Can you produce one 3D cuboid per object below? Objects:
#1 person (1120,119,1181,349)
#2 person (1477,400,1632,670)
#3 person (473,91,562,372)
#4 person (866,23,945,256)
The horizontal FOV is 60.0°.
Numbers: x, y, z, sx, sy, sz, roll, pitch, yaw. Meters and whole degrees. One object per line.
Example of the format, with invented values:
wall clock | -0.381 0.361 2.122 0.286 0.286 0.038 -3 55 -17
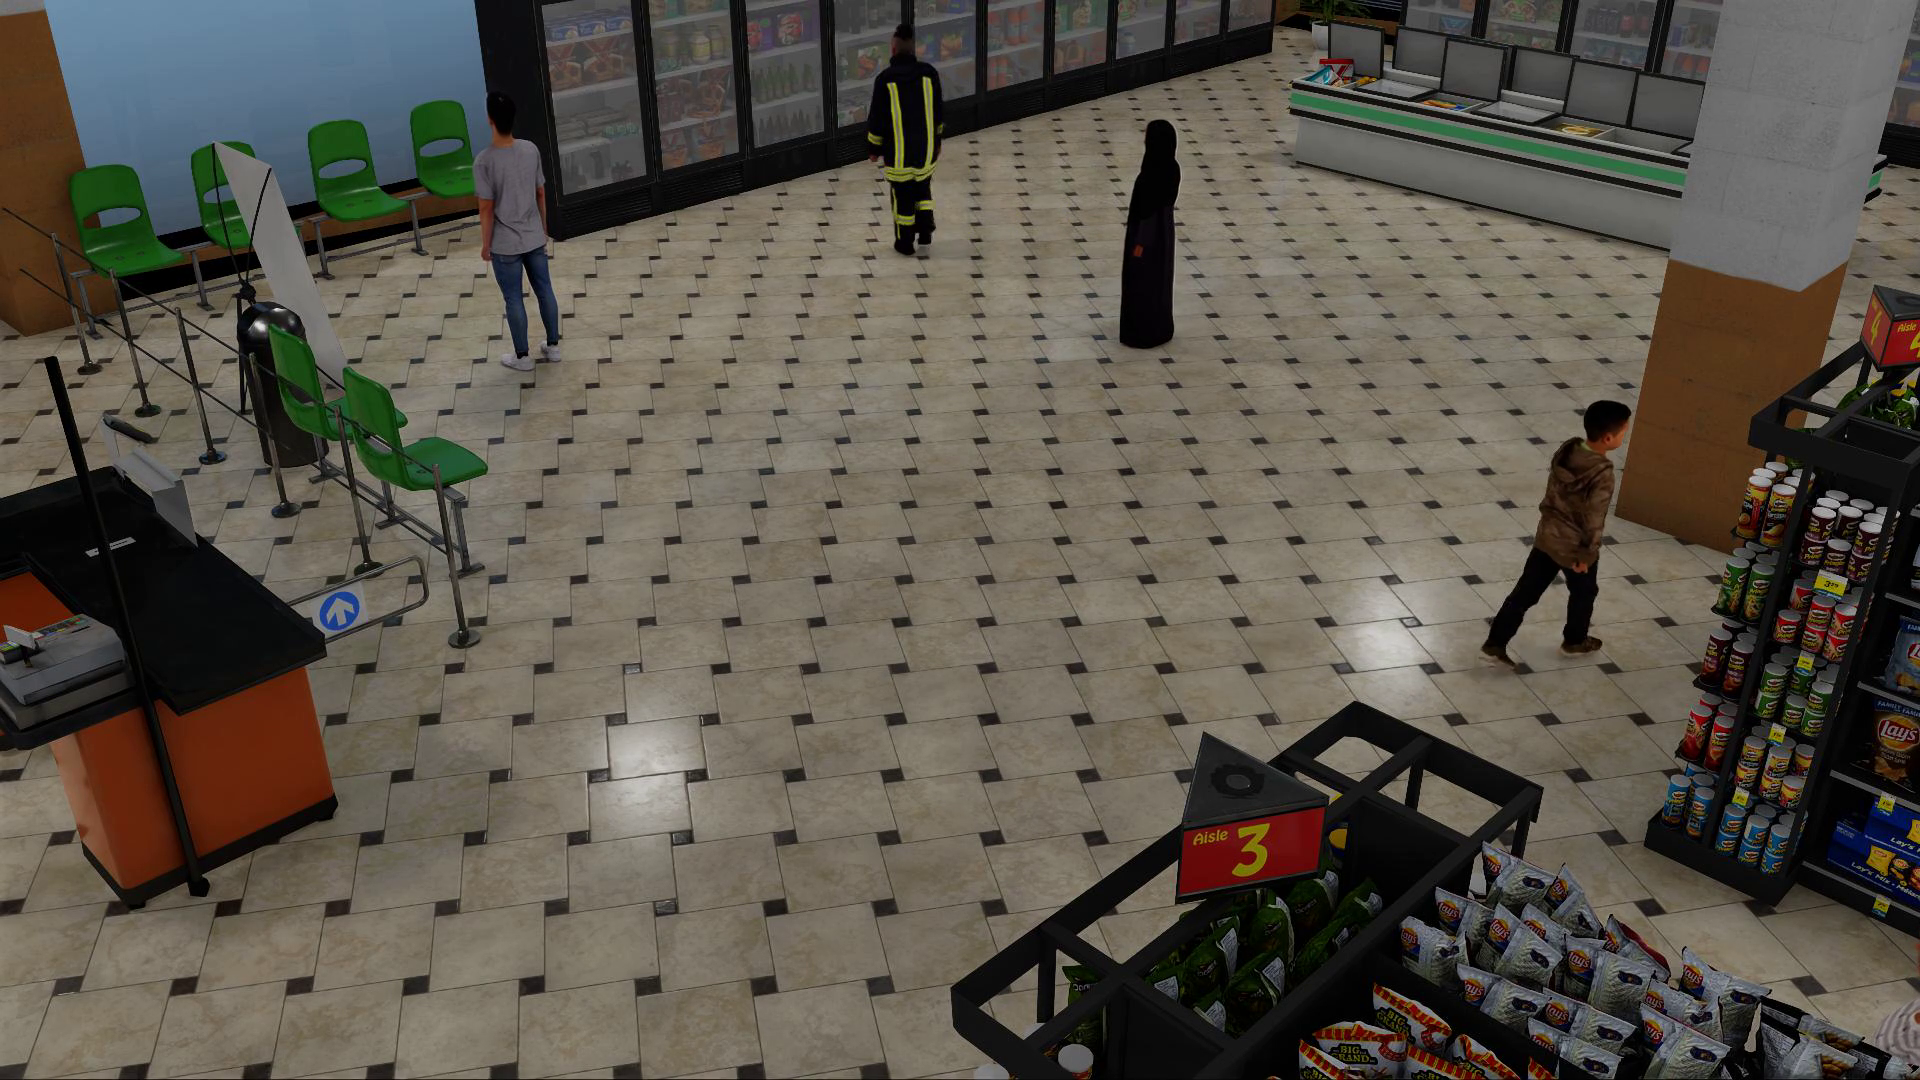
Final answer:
person | 1.352 -2.159 11.712 0.663 1.615 0.663 16 32 27
person | 2.833 0.006 7.939 0.815 1.429 0.972 -14 32 -24
person | -3.007 -2.085 11.289 0.660 1.890 0.540 -25 38 -38
person | -0.387 -3.171 13.313 0.894 1.856 0.884 -11 31 -20
